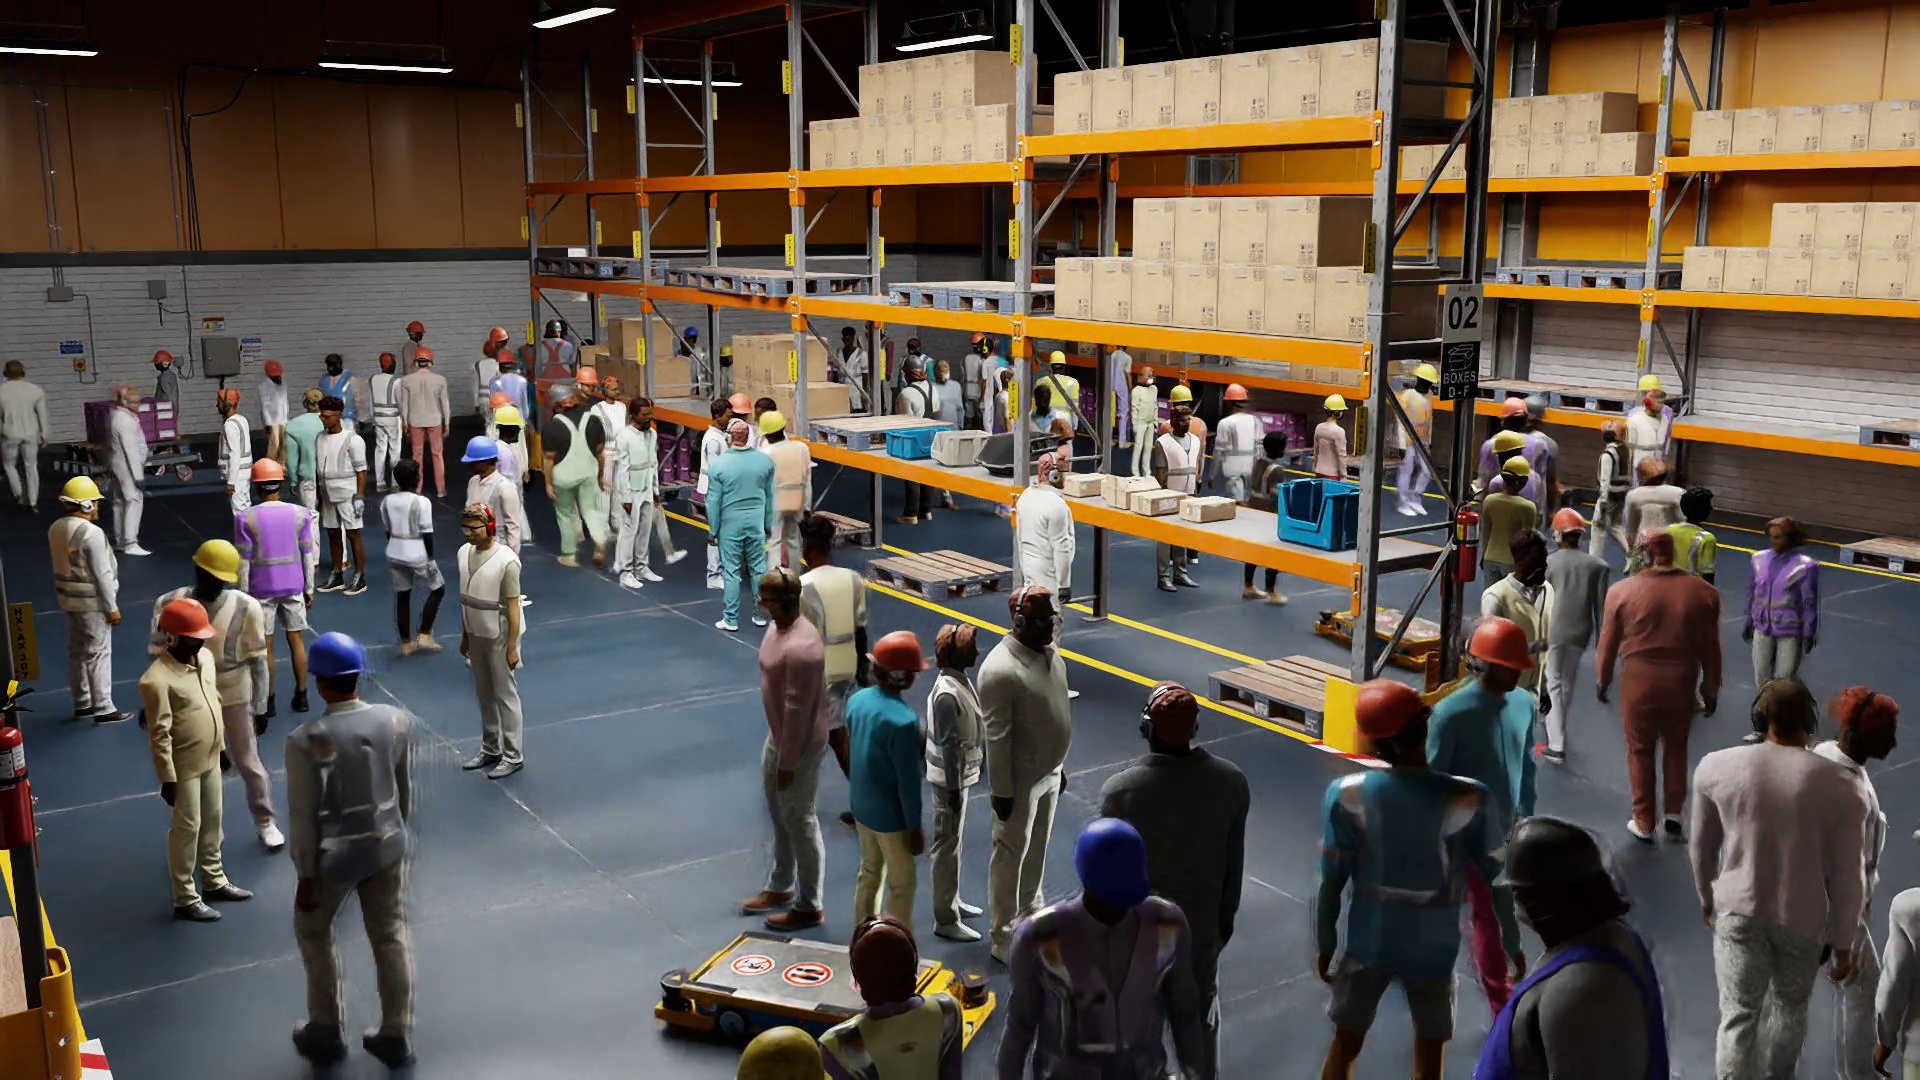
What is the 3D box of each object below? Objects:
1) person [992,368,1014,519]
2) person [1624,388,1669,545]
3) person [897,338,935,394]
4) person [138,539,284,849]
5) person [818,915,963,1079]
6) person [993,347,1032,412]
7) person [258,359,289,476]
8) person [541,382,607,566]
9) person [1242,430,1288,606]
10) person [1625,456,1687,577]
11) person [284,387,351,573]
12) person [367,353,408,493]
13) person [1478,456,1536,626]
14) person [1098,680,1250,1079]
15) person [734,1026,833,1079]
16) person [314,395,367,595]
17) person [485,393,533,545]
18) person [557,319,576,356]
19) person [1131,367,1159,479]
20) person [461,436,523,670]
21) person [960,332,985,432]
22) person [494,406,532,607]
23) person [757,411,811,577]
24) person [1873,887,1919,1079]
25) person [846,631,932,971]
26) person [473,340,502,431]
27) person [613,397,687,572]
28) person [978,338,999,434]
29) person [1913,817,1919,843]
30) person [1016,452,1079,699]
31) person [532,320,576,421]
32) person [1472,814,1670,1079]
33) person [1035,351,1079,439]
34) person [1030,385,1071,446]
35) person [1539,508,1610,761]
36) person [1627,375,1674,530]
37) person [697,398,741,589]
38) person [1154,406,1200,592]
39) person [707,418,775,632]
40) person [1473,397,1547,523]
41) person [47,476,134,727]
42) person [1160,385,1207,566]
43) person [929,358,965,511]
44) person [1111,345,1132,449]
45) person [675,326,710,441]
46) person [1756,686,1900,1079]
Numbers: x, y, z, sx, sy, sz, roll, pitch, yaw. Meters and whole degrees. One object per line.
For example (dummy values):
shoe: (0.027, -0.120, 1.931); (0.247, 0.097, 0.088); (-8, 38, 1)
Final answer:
person: (0.568, -1.183, 20.425); (0.344, 1.841, 0.506); (-2, 11, -12)
person: (7.550, -0.767, 18.316); (0.598, 1.821, 0.485); (-4, 12, -21)
person: (-0.694, -2.168, 25.457); (0.634, 1.841, 0.429); (6, 13, 29)
person: (-4.339, 0.912, 9.579); (0.740, 1.897, 0.422); (0, 11, -1)
person: (-0.205, 1.928, 5.026); (0.515, 1.636, 0.314); (-8, 13, -34)
person: (0.743, -1.824, 23.683); (0.573, 1.843, 0.374); (4, 12, 21)
person: (-9.596, -1.688, 23.329); (0.511, 1.708, 0.583); (4, 12, 21)
person: (-4.014, -0.691, 17.386); (0.695, 2.000, 0.788); (-8, 14, -35)
person: (2.913, -0.224, 15.890); (0.343, 1.684, 0.604); (-3, 11, -14)
person: (6.098, 0.080, 14.562); (0.599, 1.612, 0.311); (10, 15, 43)
person: (-6.653, -0.622, 17.297); (0.636, 1.938, 0.354); (-4, 12, -19)
person: (-7.669, -1.570, 22.327); (0.582, 1.877, 0.363); (5, 12, 23)
person: (4.488, 0.187, 13.620); (0.341, 1.761, 0.526); (-7, 13, -31)
person: (0.808, 1.488, 6.583); (0.641, 1.908, 0.408); (-4, 12, -21)
person: (-0.464, 2.043, 4.196); (0.490, 1.732, 0.324); (9, 14, 39)
person: (-6.084, -0.440, 16.301); (0.601, 1.963, 0.369); (5, 12, 24)
person: (-5.195, -0.800, 18.791); (0.881, 1.707, 0.565); (4, 12, 18)
person: (-6.767, -2.824, 28.588); (0.380, 1.931, 0.631); (-2, 11, -9)
person: (2.567, -1.601, 23.119); (0.504, 1.623, 0.290); (-10, 15, -41)
person: (-3.806, 0.114, 13.522); (0.602, 1.941, 0.402); (9, 14, 39)
person: (0.269, -2.207, 25.445); (0.544, 1.929, 0.388); (9, 14, 37)
person: (-4.280, -0.313, 15.784); (0.395, 1.919, 0.582); (-4, 12, -19)
person: (-1.725, -0.320, 15.967); (0.631, 1.863, 0.649); (-8, 14, -36)
person: (3.459, 1.735, 5.714); (0.572, 1.747, 0.344); (6, 13, 28)
person: (-0.332, 1.287, 8.033); (0.361, 1.741, 0.582); (-7, 13, -30)
person: (-7.017, -2.059, 24.870); (0.576, 1.861, 0.734); (1, 11, 6)
person: (-3.333, -0.590, 17.461); (0.537, 1.813, 0.995); (7, 13, 33)
person: (0.422, -2.130, 25.225); (0.326, 1.863, 0.509); (5, 12, 23)
person: (5.890, 0.900, 9.764); (0.344, 1.839, 0.507); (8, 14, 37)
person: (0.693, 0.268, 12.826); (0.401, 1.907, 0.648); (-5, 12, -25)
person: (-6.552, -2.554, 26.922); (0.684, 2.000, 0.536); (-2, 11, -12)
person: (1.758, 1.765, 4.820); (0.545, 2.000, 0.718); (8, 13, 35)
person: (1.286, -1.550, 22.115); (0.584, 1.918, 0.407); (1, 11, 5)
person: (0.923, -0.770, 18.255); (0.592, 1.875, 0.994); (1, 11, 7)
person: (4.149, 0.623, 11.525); (0.586, 1.709, 0.820); (0, 11, -2)
person: (7.716, -0.897, 18.742); (0.594, 1.922, 0.375); (-4, 12, -19)
person: (-2.409, -0.459, 16.553); (0.402, 1.908, 0.598); (-1, 11, -3)
person: (2.146, -0.421, 16.507); (0.568, 1.845, 0.386); (-9, 14, -39)
person: (-1.971, -0.136, 14.880); (0.641, 1.913, 0.408); (-7, 13, -31)
person: (5.142, -0.327, 15.561); (0.619, 2.028, 0.430); (0, 11, -1)
person: (-6.357, 0.445, 12.133); (0.591, 1.829, 0.403); (8, 13, 34)
person: (2.336, -0.678, 17.650); (0.582, 1.919, 0.396); (-7, 13, -32)
person: (-0.233, -1.355, 21.114); (0.651, 1.914, 0.721); (-9, 14, -39)
person: (2.537, -2.370, 26.520); (0.339, 1.836, 0.524); (-10, 15, -42)
person: (-4.351, -2.513, 27.075); (0.626, 1.908, 0.792); (0, 11, 0)
person: (3.642, 1.481, 6.755); (0.773, 1.852, 0.566); (1, 11, 7)
